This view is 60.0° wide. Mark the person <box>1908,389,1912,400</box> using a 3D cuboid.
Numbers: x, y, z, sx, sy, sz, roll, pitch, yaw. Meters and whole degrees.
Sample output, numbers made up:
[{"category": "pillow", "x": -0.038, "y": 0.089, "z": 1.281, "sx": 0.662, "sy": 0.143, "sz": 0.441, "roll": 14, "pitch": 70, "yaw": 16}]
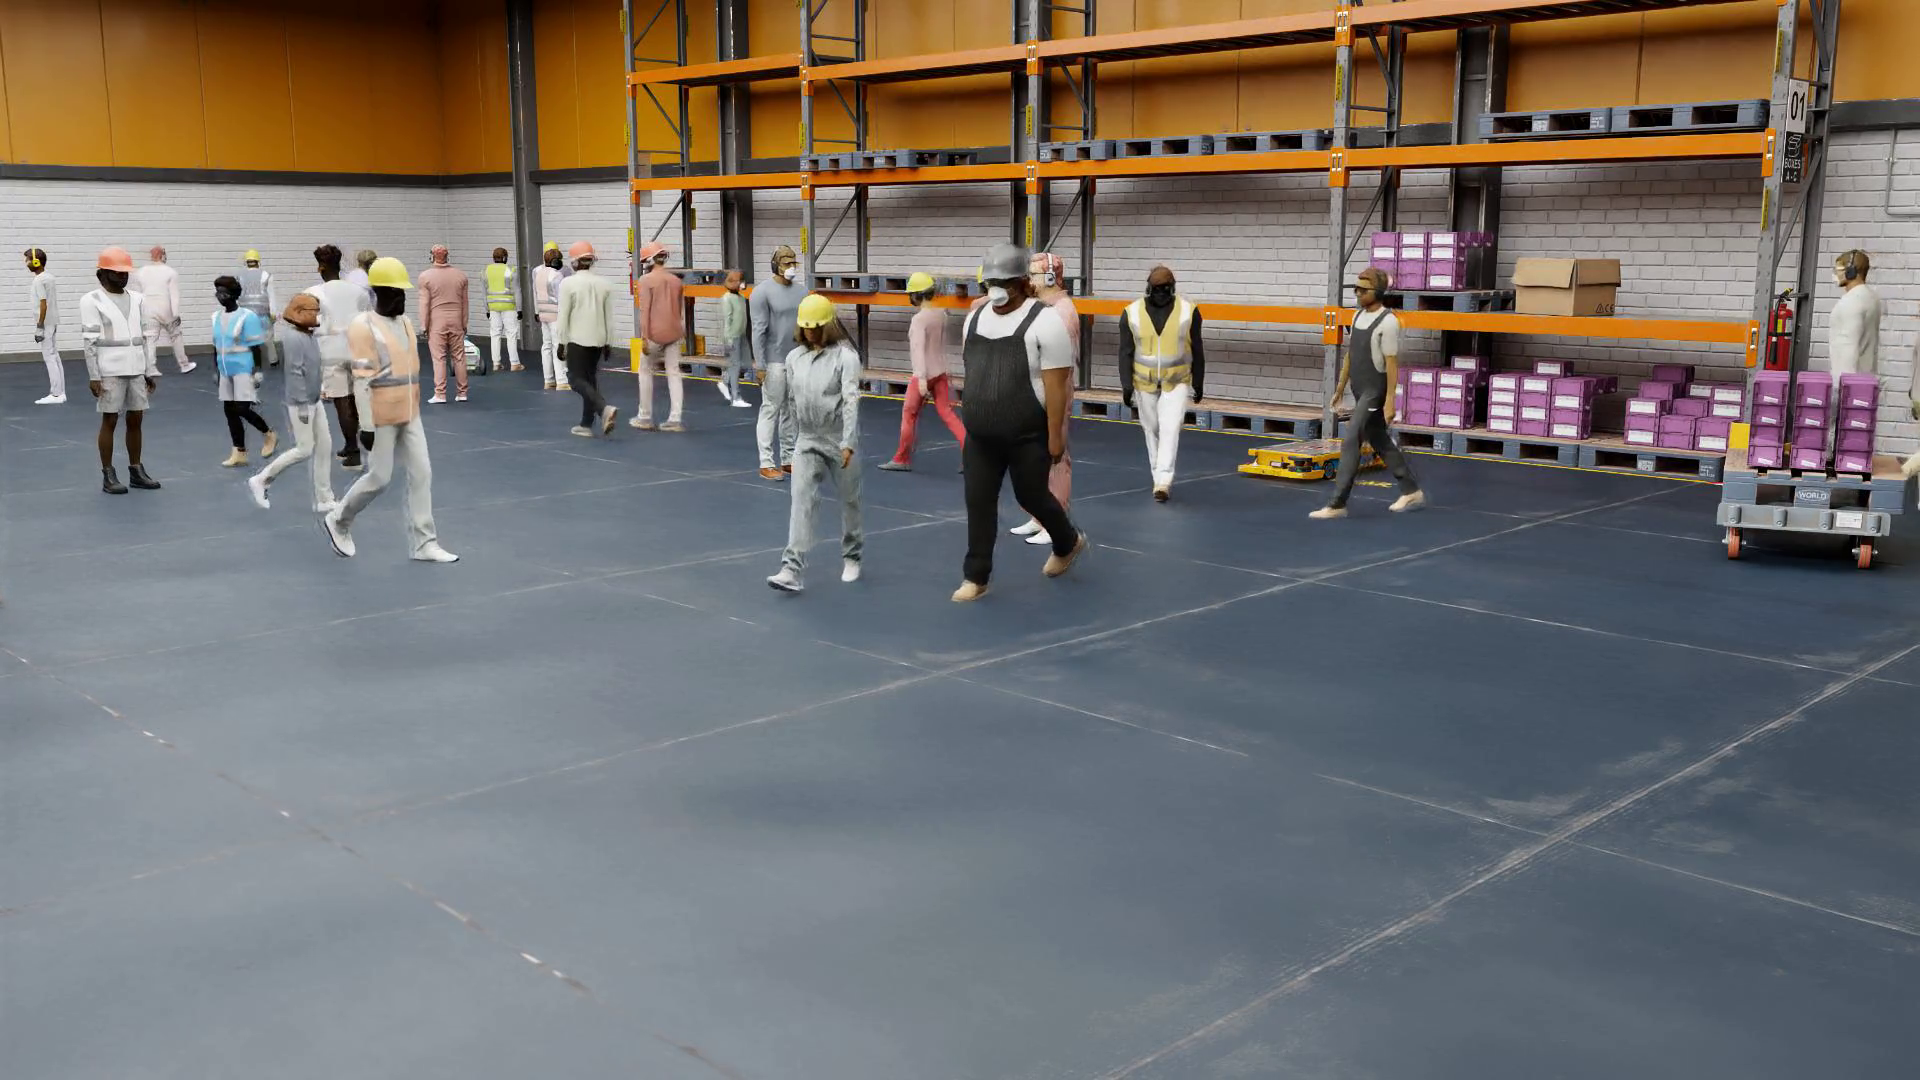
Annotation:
[{"category": "person", "x": 7.438, "y": -1.116, "z": 12.367, "sx": 0.592, "sy": 1.769, "sz": 0.971, "roll": 0, "pitch": 10, "yaw": 2}]

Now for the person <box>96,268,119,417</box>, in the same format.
[{"category": "person", "x": -9.486, "y": -2.232, "z": 18.676, "sx": 0.537, "sy": 1.681, "sz": 0.598, "roll": -5, "pitch": 11, "yaw": -23}]

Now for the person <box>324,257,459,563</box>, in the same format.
[{"category": "person", "x": -3.575, "y": -0.796, "z": 10.292, "sx": 0.852, "sy": 1.897, "sz": 0.595, "roll": 4, "pitch": 11, "yaw": 19}]

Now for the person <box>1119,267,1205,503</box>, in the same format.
[{"category": "person", "x": 1.526, "y": -1.177, "z": 12.676, "sx": 0.648, "sy": 1.780, "sz": 0.996, "roll": 2, "pitch": 11, "yaw": 13}]

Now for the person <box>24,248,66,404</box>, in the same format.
[{"category": "person", "x": -11.050, "y": -2.574, "z": 20.067, "sx": 0.329, "sy": 1.865, "sz": 0.515, "roll": -3, "pitch": 11, "yaw": -15}]

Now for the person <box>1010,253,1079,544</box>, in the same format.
[{"category": "person", "x": 0.554, "y": -0.930, "z": 10.983, "sx": 0.410, "sy": 1.909, "sz": 0.643, "roll": -2, "pitch": 11, "yaw": -12}]

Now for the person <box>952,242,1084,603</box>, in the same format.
[{"category": "person", "x": 0.348, "y": -0.699, "z": 9.353, "sx": 0.688, "sy": 2.000, "sz": 0.900, "roll": 7, "pitch": 13, "yaw": 34}]

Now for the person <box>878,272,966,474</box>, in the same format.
[{"category": "person", "x": -0.241, "y": -1.412, "z": 14.116, "sx": 0.918, "sy": 1.722, "sz": 0.537, "roll": 5, "pitch": 12, "yaw": 27}]

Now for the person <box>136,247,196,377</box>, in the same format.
[{"category": "person", "x": -11.487, "y": -3.289, "z": 23.980, "sx": 0.671, "sy": 1.849, "sz": 0.984, "roll": 1, "pitch": 10, "yaw": 6}]

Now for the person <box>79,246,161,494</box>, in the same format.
[{"category": "person", "x": -6.595, "y": -1.334, "z": 13.109, "sx": 0.378, "sy": 1.932, "sz": 0.551, "roll": 5, "pitch": 12, "yaw": 28}]

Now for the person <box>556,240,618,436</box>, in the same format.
[{"category": "person", "x": -3.682, "y": -1.990, "z": 16.568, "sx": 0.753, "sy": 1.975, "sz": 0.616, "roll": 8, "pitch": 13, "yaw": 37}]

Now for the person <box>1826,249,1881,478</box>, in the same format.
[{"category": "person", "x": 6.541, "y": -1.196, "z": 12.411, "sx": 0.630, "sy": 1.918, "sz": 0.644, "roll": 9, "pitch": 14, "yaw": 40}]

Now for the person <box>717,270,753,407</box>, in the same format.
[{"category": "person", "x": -2.681, "y": -2.379, "z": 19.672, "sx": 0.431, "sy": 1.621, "sz": 0.504, "roll": 4, "pitch": 11, "yaw": 23}]

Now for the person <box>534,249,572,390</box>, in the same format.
[{"category": "person", "x": -5.301, "y": -2.883, "z": 21.812, "sx": 0.625, "sy": 1.844, "sz": 0.429, "roll": 10, "pitch": 15, "yaw": 44}]

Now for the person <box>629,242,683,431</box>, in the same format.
[{"category": "person", "x": -3.169, "y": -2.111, "z": 17.302, "sx": 0.849, "sy": 1.944, "sz": 0.627, "roll": 9, "pitch": 14, "yaw": 40}]

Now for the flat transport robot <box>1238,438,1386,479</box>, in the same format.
[{"category": "flat transport robot", "x": 3.070, "y": -0.706, "z": 14.224, "sx": 1.431, "sy": 0.197, "sz": 0.652, "roll": -10, "pitch": 14, "yaw": -44}]

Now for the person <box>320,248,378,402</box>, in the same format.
[{"category": "person", "x": -7.320, "y": -2.591, "z": 20.178, "sx": 1.071, "sy": 1.874, "sz": 0.687, "roll": -8, "pitch": 13, "yaw": -38}]

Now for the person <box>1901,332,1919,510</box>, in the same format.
[{"category": "person", "x": 7.044, "y": -1.001, "z": 12.136, "sx": 0.521, "sy": 1.623, "sz": 0.506, "roll": 1, "pitch": 10, "yaw": 4}]

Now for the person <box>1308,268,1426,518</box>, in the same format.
[{"category": "person", "x": 2.994, "y": -1.044, "z": 11.967, "sx": 0.950, "sy": 1.816, "sz": 0.521, "roll": -2, "pitch": 11, "yaw": -11}]

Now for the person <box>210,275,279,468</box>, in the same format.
[{"category": "person", "x": -6.289, "y": -1.475, "z": 14.562, "sx": 0.551, "sy": 1.678, "sz": 0.427, "roll": 5, "pitch": 11, "yaw": 24}]

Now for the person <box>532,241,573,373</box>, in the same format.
[{"category": "person", "x": -5.955, "y": -3.400, "z": 24.392, "sx": 0.588, "sy": 1.928, "sz": 0.383, "roll": -3, "pitch": 11, "yaw": -17}]

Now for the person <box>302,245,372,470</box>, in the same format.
[{"category": "person", "x": -5.449, "y": -1.589, "z": 14.491, "sx": 0.807, "sy": 1.931, "sz": 0.595, "roll": 9, "pitch": 14, "yaw": 41}]

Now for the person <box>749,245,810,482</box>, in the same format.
[{"category": "person", "x": -1.466, "y": -1.463, "z": 13.799, "sx": 0.356, "sy": 1.938, "sz": 0.633, "roll": 9, "pitch": 14, "yaw": 40}]

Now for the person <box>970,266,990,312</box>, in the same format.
[{"category": "person", "x": 0.354, "y": -1.901, "z": 16.782, "sx": 0.542, "sy": 1.707, "sz": 0.859, "roll": -4, "pitch": 11, "yaw": -19}]

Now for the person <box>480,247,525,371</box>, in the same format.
[{"category": "person", "x": -6.839, "y": -3.454, "z": 24.927, "sx": 0.627, "sy": 1.844, "sz": 0.429, "roll": 2, "pitch": 11, "yaw": 10}]

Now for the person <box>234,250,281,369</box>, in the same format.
[{"category": "person", "x": -10.568, "y": -3.448, "z": 25.034, "sx": 0.604, "sy": 1.788, "sz": 0.874, "roll": -2, "pitch": 11, "yaw": -9}]

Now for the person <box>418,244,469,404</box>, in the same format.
[{"category": "person", "x": -6.244, "y": -2.601, "z": 20.090, "sx": 0.637, "sy": 1.910, "sz": 0.403, "roll": -10, "pitch": 14, "yaw": -43}]

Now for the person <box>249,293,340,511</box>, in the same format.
[{"category": "person", "x": -4.818, "y": -0.983, "z": 12.063, "sx": 0.618, "sy": 1.611, "sz": 0.510, "roll": 0, "pitch": 10, "yaw": -1}]

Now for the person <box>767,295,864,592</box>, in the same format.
[{"category": "person", "x": -0.789, "y": -0.544, "z": 9.466, "sx": 0.504, "sy": 1.680, "sz": 0.904, "roll": 4, "pitch": 11, "yaw": 20}]

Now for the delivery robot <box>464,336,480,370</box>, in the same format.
[{"category": "delivery robot", "x": -7.170, "y": -2.707, "z": 24.105, "sx": 0.477, "sy": 0.478, "sz": 0.707, "roll": -4, "pitch": 11, "yaw": -22}]
